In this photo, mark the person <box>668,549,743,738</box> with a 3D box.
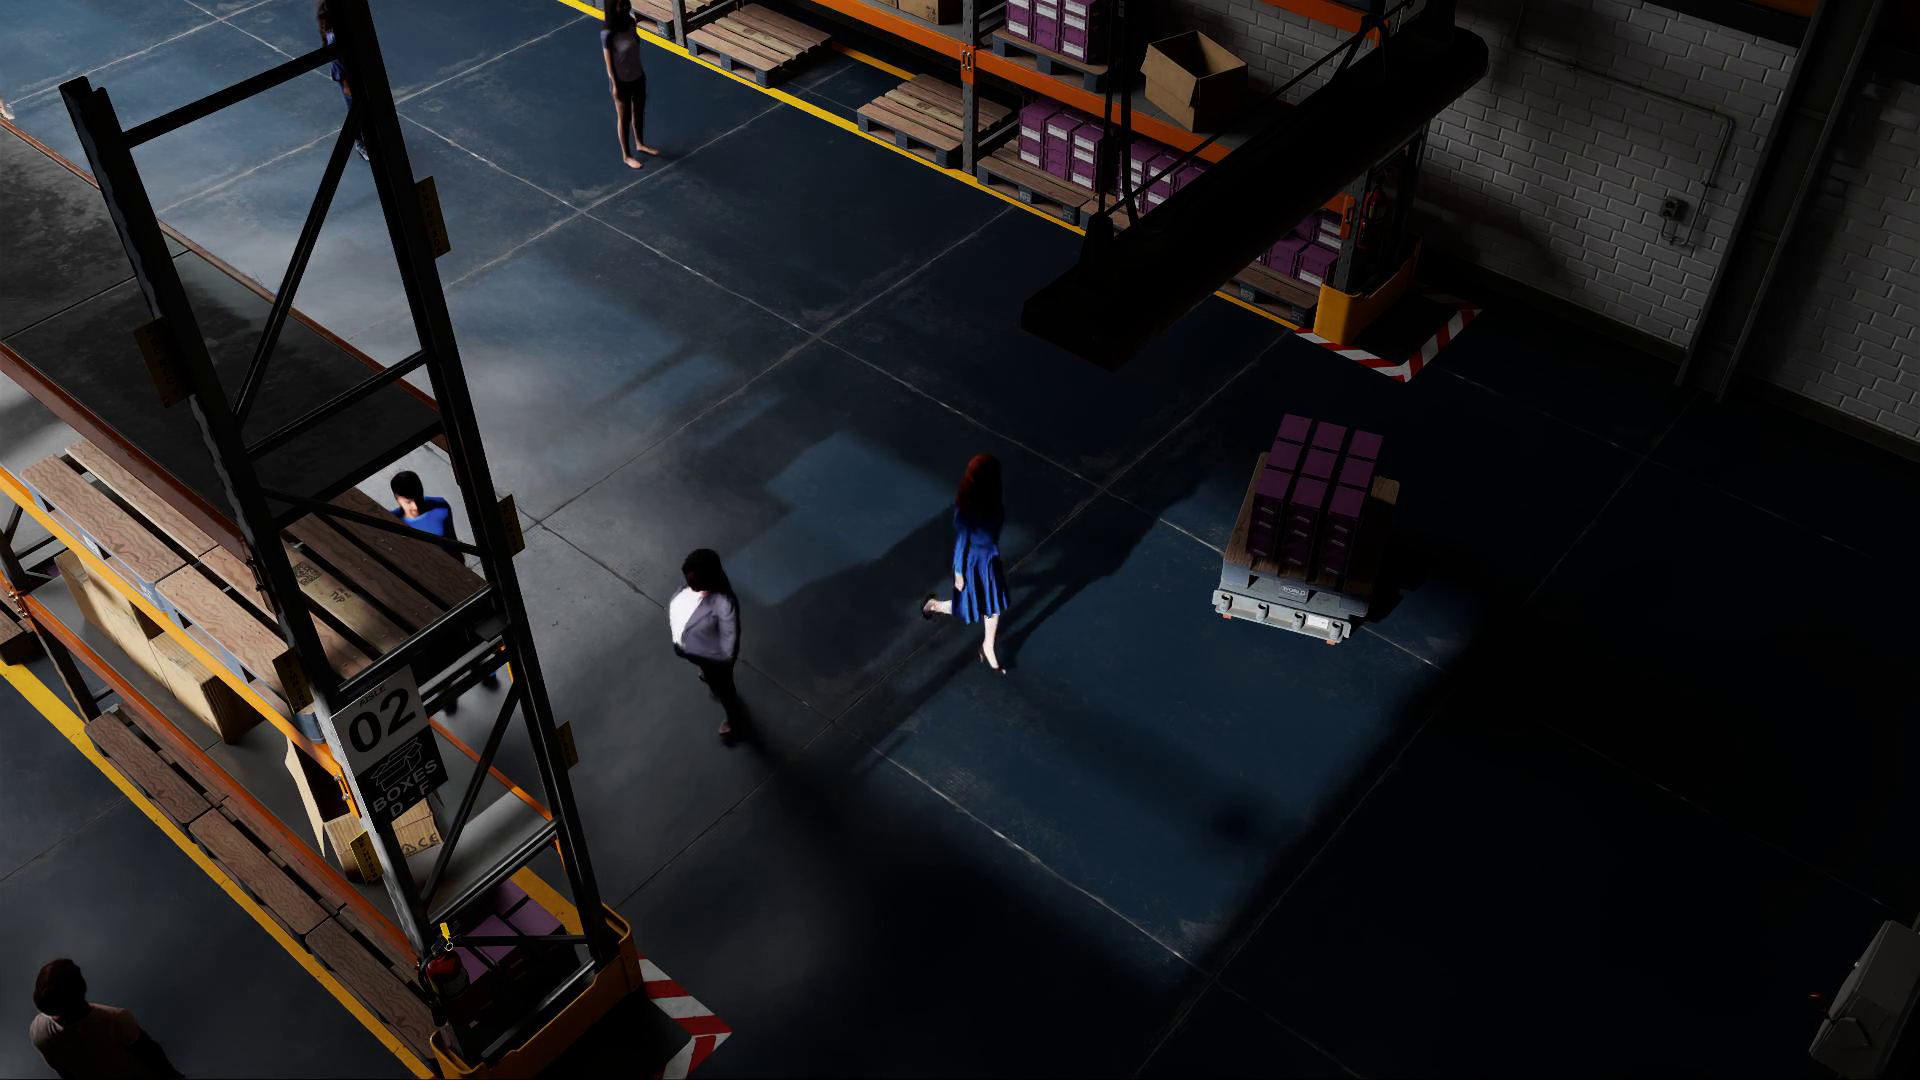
[{"bbox_3d":[-1.551,0.575,10.486,0.965,1.579,0.748,-14,45,-15],"label":"person"}]

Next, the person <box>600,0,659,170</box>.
[{"bbox_3d":[-3.116,-4.340,15.552,0.587,1.706,0.636,21,47,20],"label":"person"}]

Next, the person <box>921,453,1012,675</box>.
[{"bbox_3d":[0.044,0.127,10.790,0.940,1.807,0.624,31,52,28],"label":"person"}]

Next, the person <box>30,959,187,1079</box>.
[{"bbox_3d":[-4.081,2.630,8.097,0.733,1.898,0.782,-5,44,-6],"label":"person"}]

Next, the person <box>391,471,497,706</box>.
[{"bbox_3d":[-3.348,0.261,10.606,0.653,1.866,0.610,-29,51,-27],"label":"person"}]

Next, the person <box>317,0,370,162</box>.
[{"bbox_3d":[-5.710,-4.360,15.637,0.702,1.619,0.700,9,44,9],"label":"person"}]
